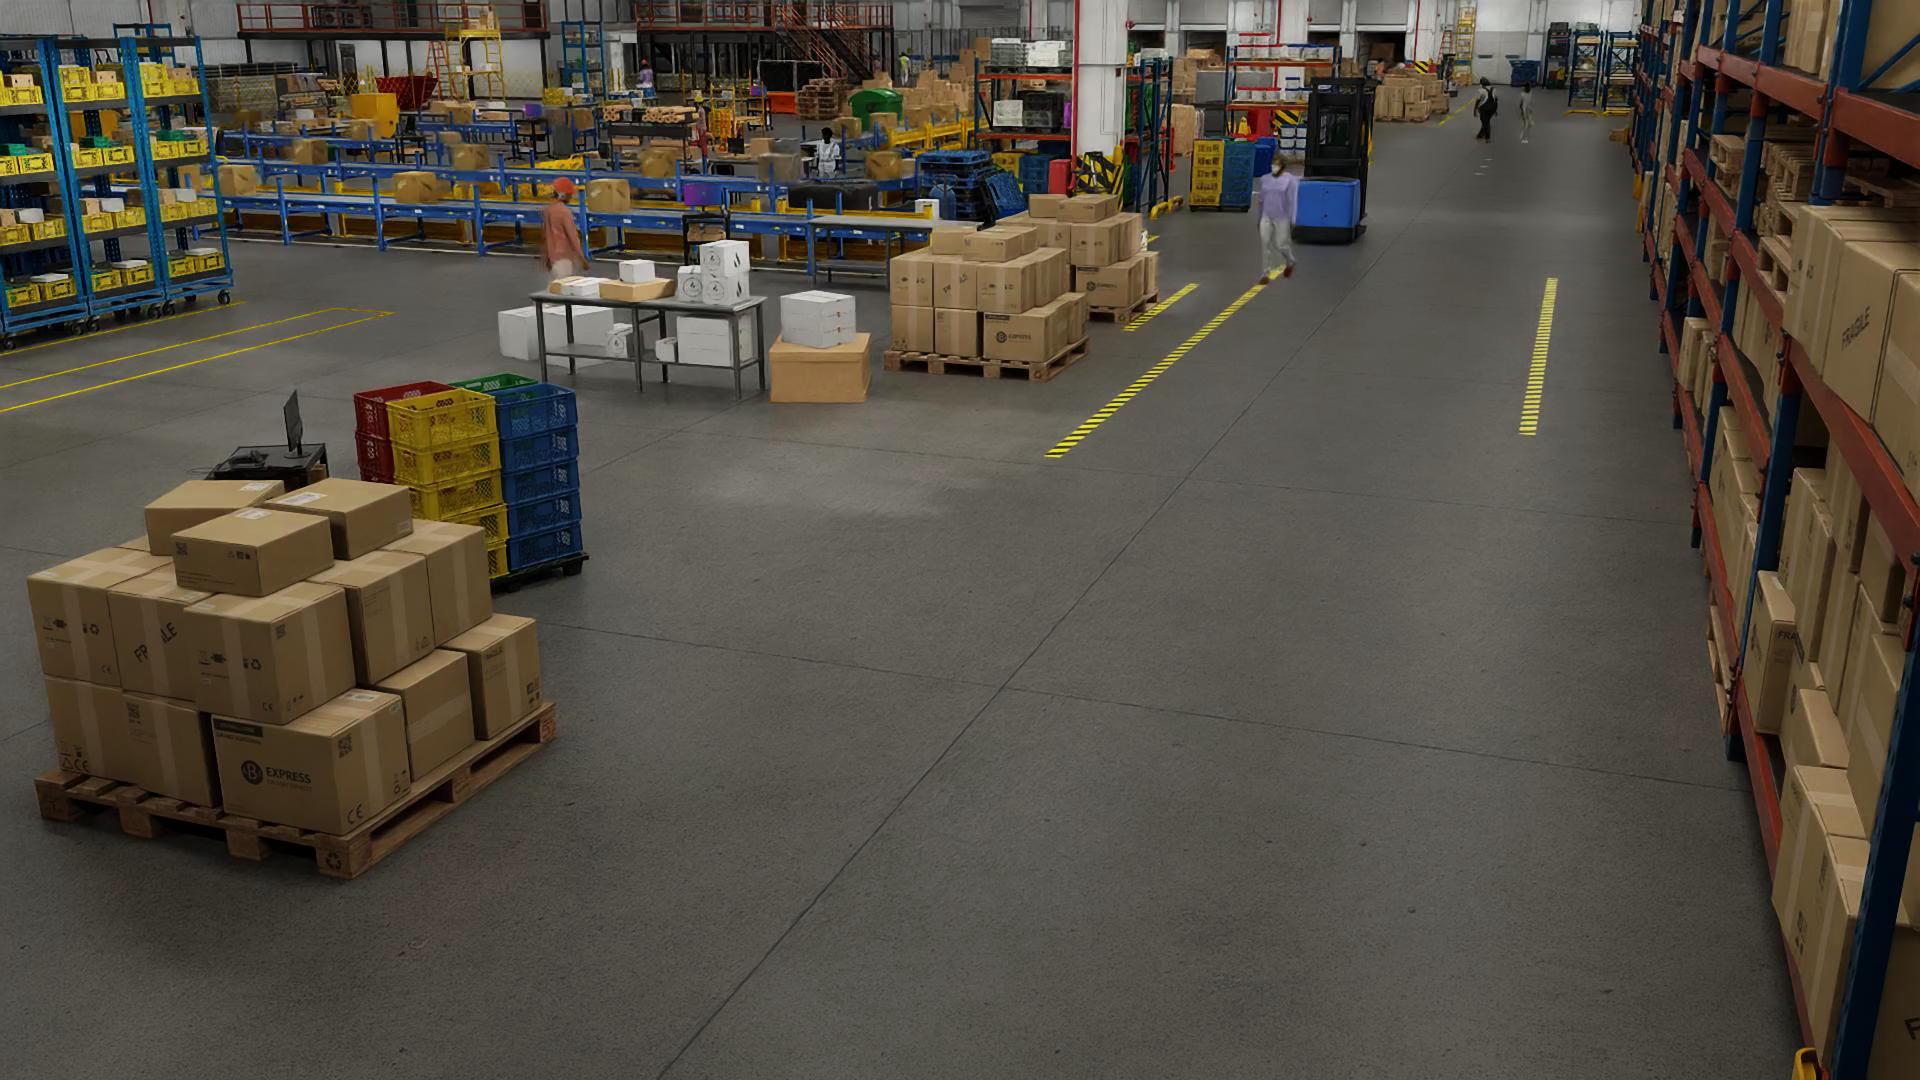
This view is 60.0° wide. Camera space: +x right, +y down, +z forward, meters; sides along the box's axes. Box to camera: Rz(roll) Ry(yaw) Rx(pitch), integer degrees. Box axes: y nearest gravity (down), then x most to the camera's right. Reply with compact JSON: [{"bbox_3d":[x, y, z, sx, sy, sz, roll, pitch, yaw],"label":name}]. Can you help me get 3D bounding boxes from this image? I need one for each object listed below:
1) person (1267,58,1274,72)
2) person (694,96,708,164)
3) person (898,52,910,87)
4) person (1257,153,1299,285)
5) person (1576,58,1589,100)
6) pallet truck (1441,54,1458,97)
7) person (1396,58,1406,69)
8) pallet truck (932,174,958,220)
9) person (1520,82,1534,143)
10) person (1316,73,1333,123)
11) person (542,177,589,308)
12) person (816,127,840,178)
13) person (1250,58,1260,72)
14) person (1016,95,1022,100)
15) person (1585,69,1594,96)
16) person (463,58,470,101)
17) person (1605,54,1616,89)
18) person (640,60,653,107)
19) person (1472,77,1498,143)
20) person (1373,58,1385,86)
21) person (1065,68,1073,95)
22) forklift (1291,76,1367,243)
[{"bbox_3d":[14.987,-22.415,80.210,0.649,1.885,1.041,-15,23,-40],"label":"person"},{"bbox_3d":[-6.889,-10.897,44.201,0.315,1.769,0.524,-5,18,-17],"label":"person"},{"bbox_3d":[-3.015,-25.199,89.032,0.649,1.830,0.443,0,18,1],"label":"person"},{"bbox_3d":[4.733,-4.781,24.745,0.633,1.919,0.738,13,22,35],"label":"person"},{"bbox_3d":[28.009,-20.685,74.738,0.552,1.901,0.710,5,18,17],"label":"person"},{"bbox_3d":[22.765,-21.886,78.355,0.823,1.965,1.885,-4,18,-14],"label":"pallet truck"},{"bbox_3d":[21.127,-22.120,79.449,1.012,1.771,0.614,-7,19,-21],"label":"person"},{"bbox_3d":[-0.507,-5.292,27.348,0.653,1.274,1.630,6,19,19],"label":"pallet truck"},{"bbox_3d":[17.403,-13.110,51.032,0.561,1.840,0.383,-11,21,-31],"label":"person"},{"bbox_3d":[12.295,-14.937,56.677,0.881,1.915,0.551,11,21,31],"label":"person"},{"bbox_3d":[-5.033,-3.544,20.818,0.922,1.954,0.617,-12,21,-32],"label":"person"},{"bbox_3d":[-2.659,-7.413,33.367,0.536,1.698,0.318,8,19,24],"label":"person"},{"bbox_3d":[14.555,-22.972,82.181,0.487,1.744,0.312,5,18,15],"label":"person"},{"bbox_3d":[1.588,-11.183,45.038,0.612,1.798,0.818,5,18,15],"label":"person"},{"bbox_3d":[30.283,-22.279,79.873,0.393,1.833,0.504,6,19,18],"label":"person"},{"bbox_3d":[-22.314,-20.812,75.183,0.520,1.873,0.593,6,19,18],"label":"person"},{"bbox_3d":[33.024,-23.805,84.562,0.649,1.892,0.580,-15,23,-38],"label":"person"},{"bbox_3d":[-12.597,-18.219,66.775,0.395,2.035,0.621,17,24,42],"label":"person"},{"bbox_3d":[16.212,-13.299,51.306,0.715,2.000,1.044,-8,19,-22],"label":"person"},{"bbox_3d":[21.118,-23.414,83.732,0.534,1.647,0.905,-10,20,-29],"label":"person"},{"bbox_3d":[4.306,-17.720,65.560,0.980,1.823,0.512,-9,20,-25],"label":"person"},{"bbox_3d":[6.598,-6.755,29.381,1.129,2.768,1.873,6,19,19],"label":"forklift"}]
